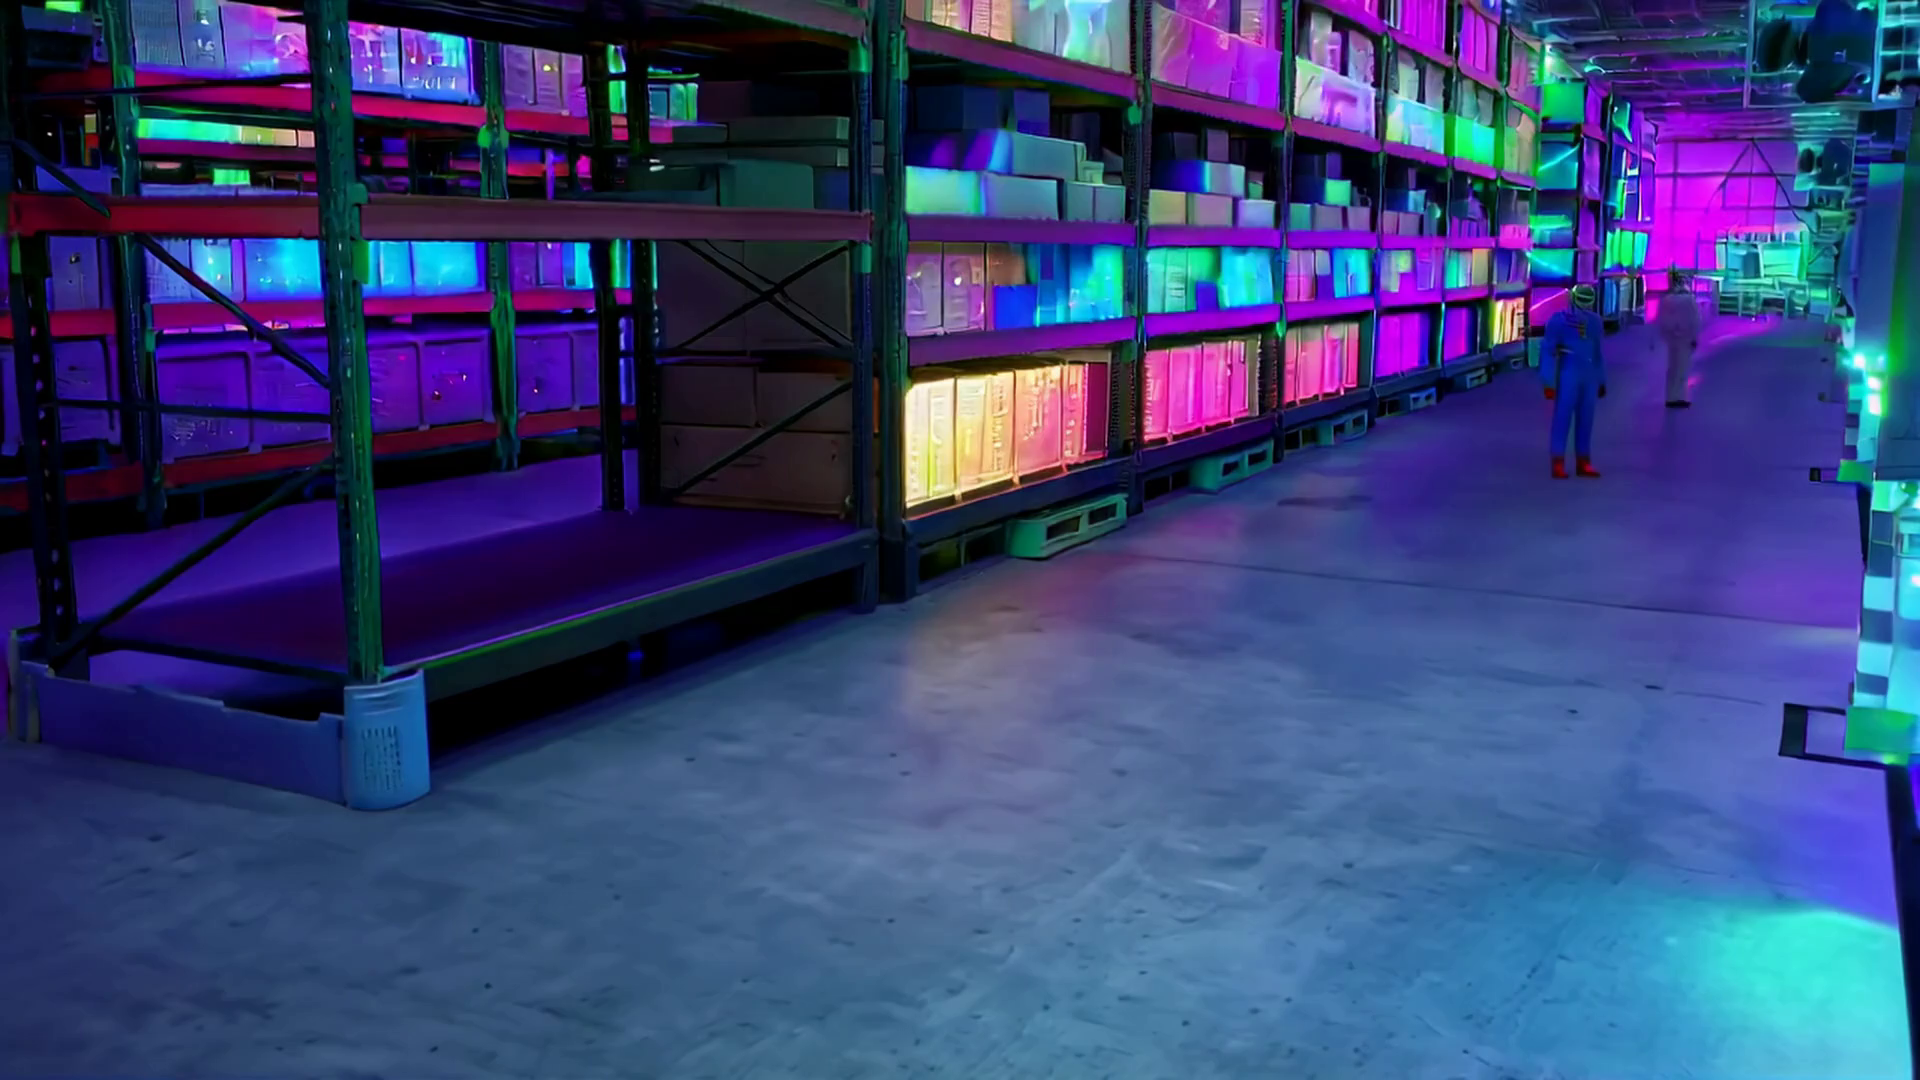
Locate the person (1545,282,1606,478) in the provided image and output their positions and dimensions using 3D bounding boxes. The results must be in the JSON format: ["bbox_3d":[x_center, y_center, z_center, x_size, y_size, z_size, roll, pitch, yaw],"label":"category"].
[{"bbox_3d":[5.977,-1.541,16.123,0.654,1.897,0.403,-3,10,-18],"label":"person"}]

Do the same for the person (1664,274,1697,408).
[{"bbox_3d":[10.223,-2.811,23.553,0.403,1.876,0.747,0,10,3],"label":"person"}]

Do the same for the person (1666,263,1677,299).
[{"bbox_3d":[33.941,-12.331,79.196,0.539,1.686,0.319,-7,12,-37],"label":"person"}]

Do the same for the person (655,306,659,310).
[{"bbox_3d":[-4.757,-3.360,26.513,0.545,1.942,0.350,-4,11,-21],"label":"person"}]
